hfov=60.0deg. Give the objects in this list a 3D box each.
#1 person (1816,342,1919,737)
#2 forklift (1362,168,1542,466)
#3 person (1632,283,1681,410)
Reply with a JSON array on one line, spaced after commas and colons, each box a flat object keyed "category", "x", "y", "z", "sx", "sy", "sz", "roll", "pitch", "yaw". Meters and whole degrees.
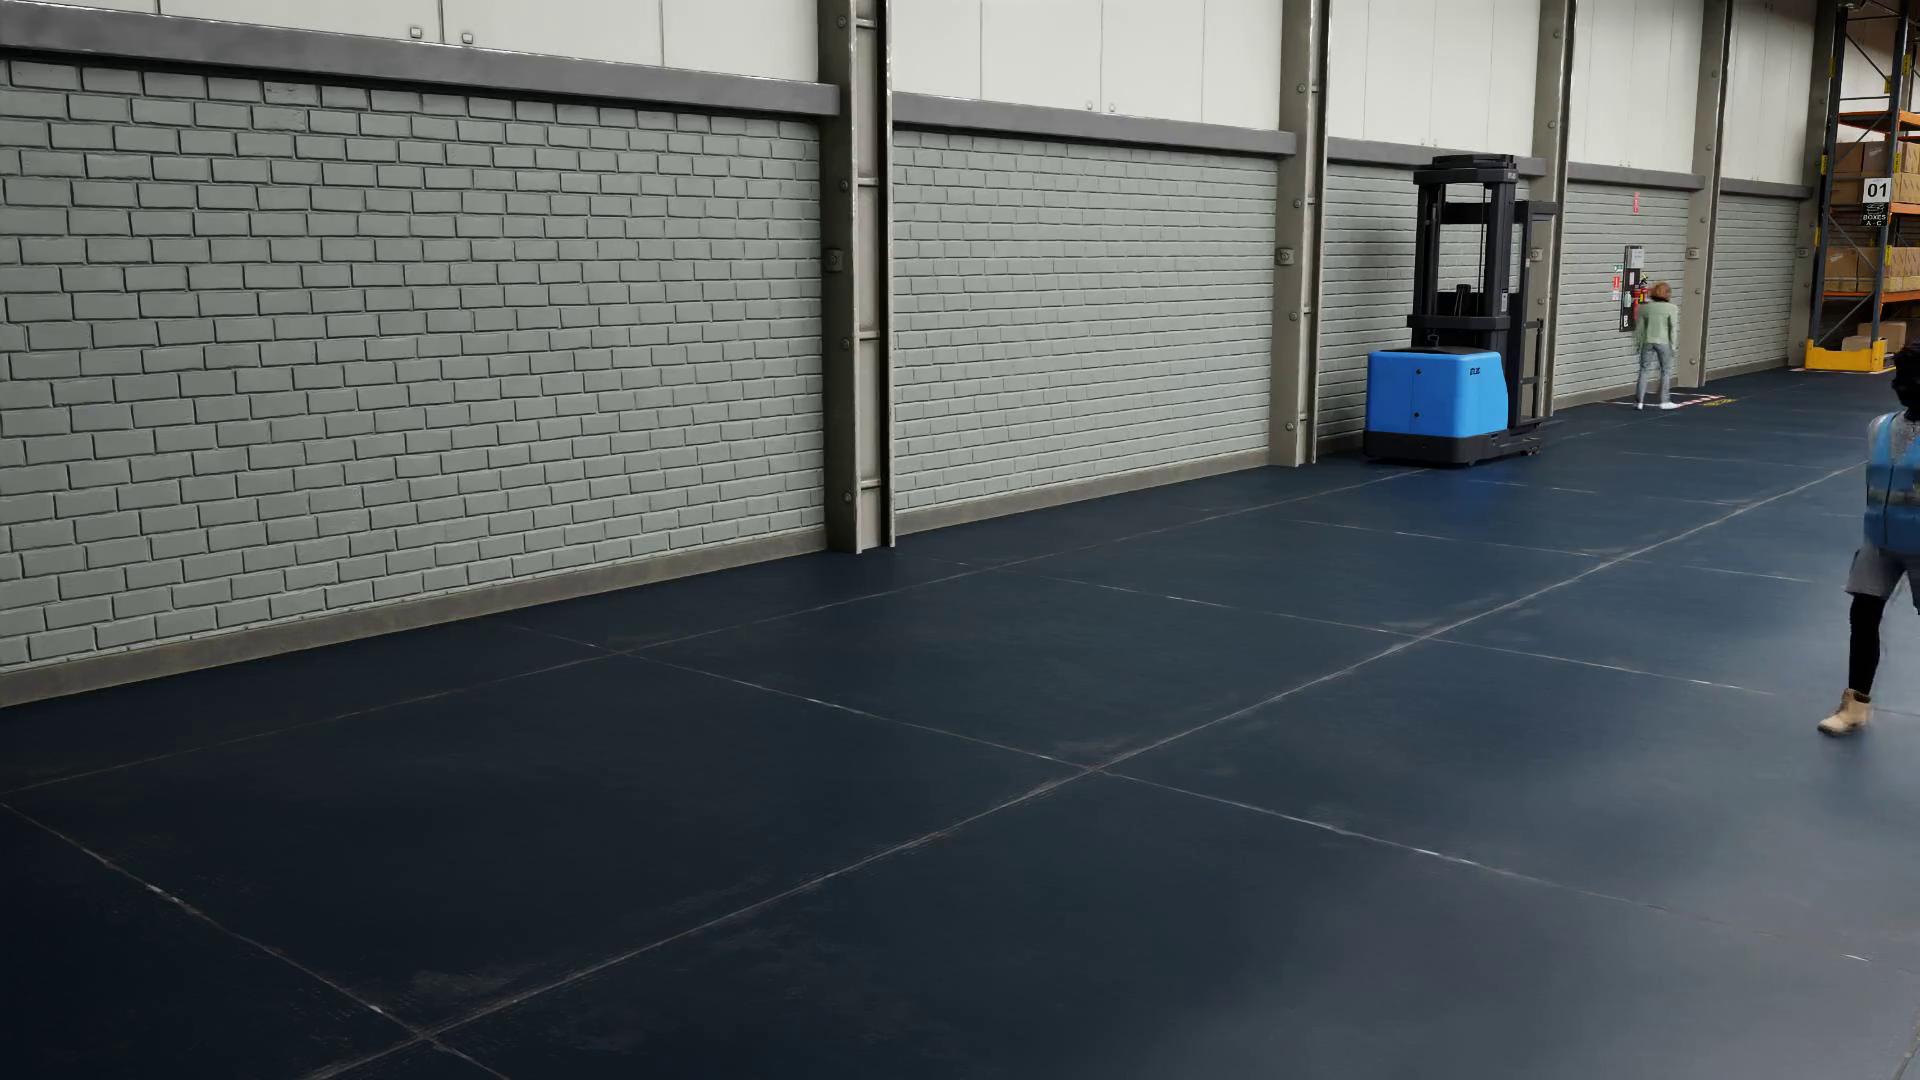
[{"category": "person", "x": 4.078, "y": -0.001, "z": 7.041, "sx": 0.775, "sy": 1.673, "sz": 0.536, "roll": -4, "pitch": 11, "yaw": -22}, {"category": "forklift", "x": 4.875, "y": -2.212, "z": 16.287, "sx": 1.129, "sy": 2.768, "sz": 1.873, "roll": 8, "pitch": 13, "yaw": 40}, {"category": "person", "x": 8.912, "y": -2.475, "z": 21.276, "sx": 0.423, "sy": 1.608, "sz": 0.554, "roll": -10, "pitch": 14, "yaw": -44}]
